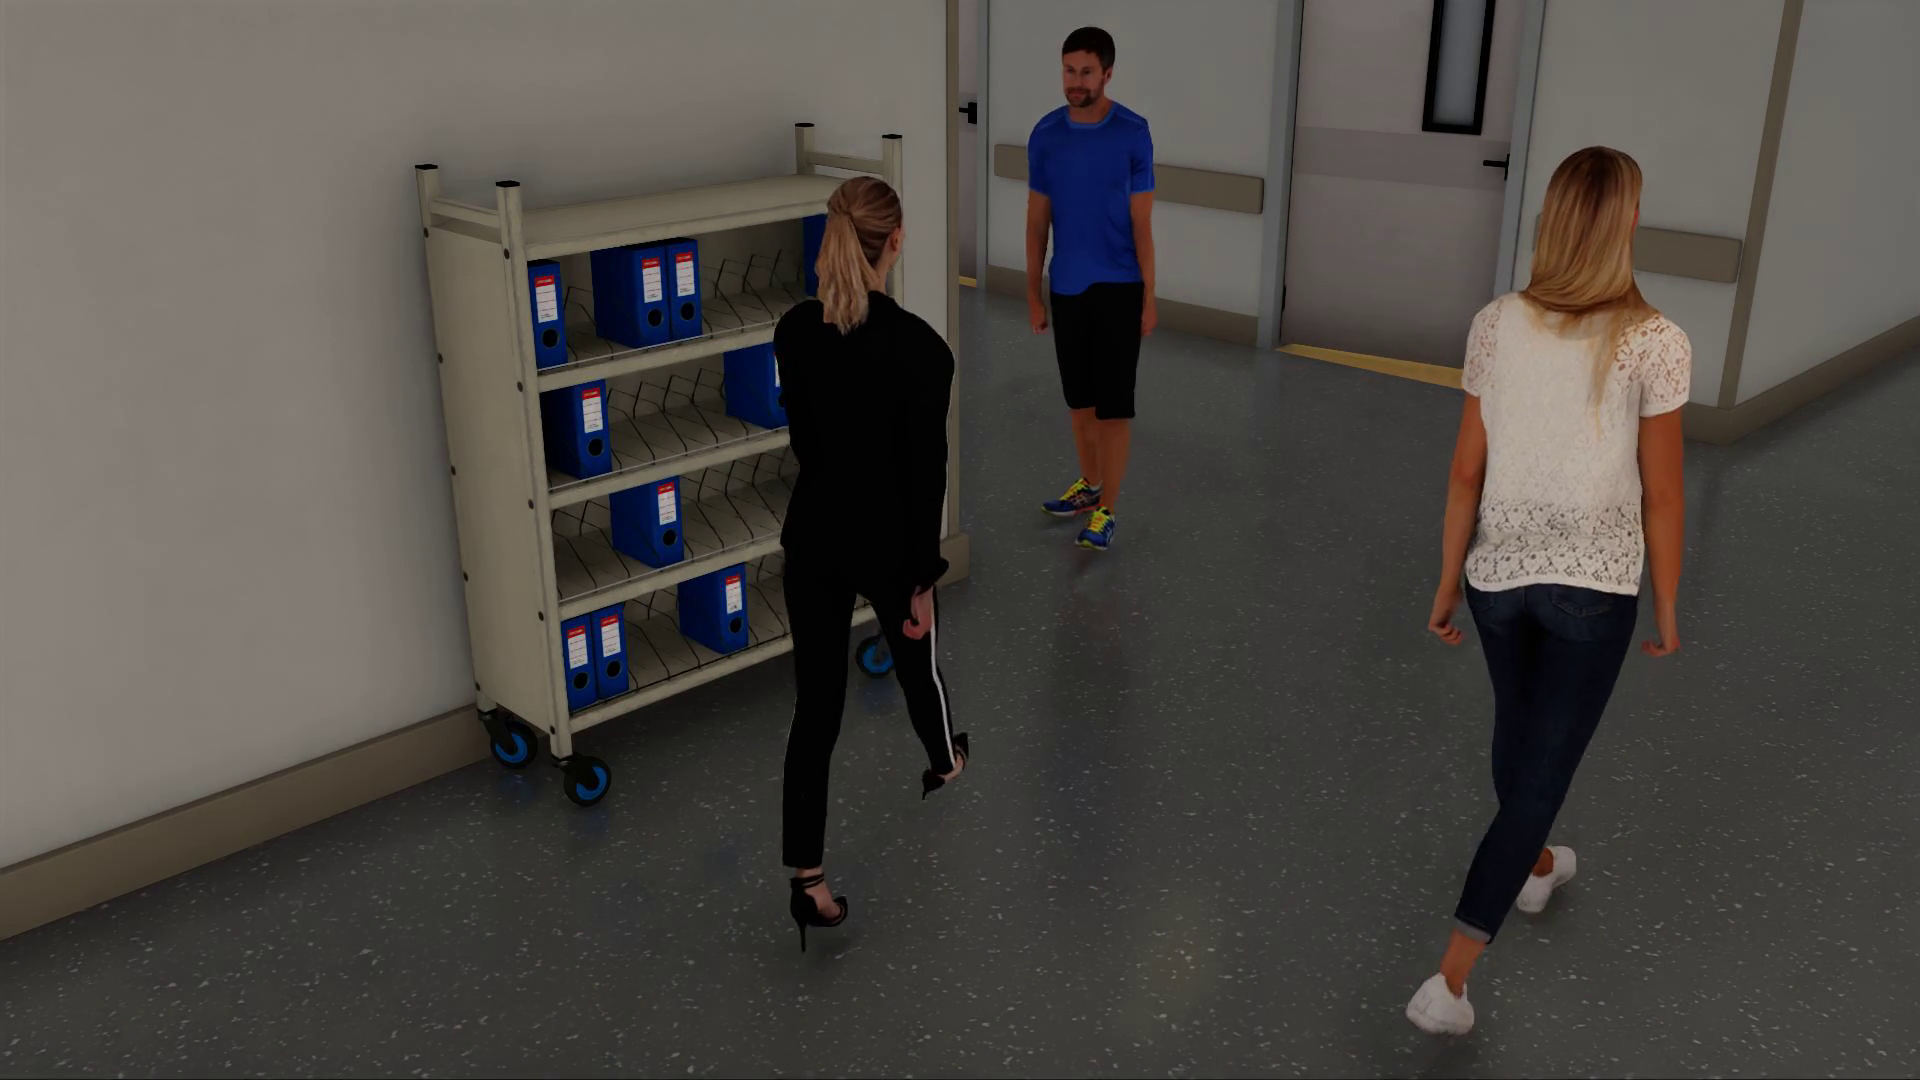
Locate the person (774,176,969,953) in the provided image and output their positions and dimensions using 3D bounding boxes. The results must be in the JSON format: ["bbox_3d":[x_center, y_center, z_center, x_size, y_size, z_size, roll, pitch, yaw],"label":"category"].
[{"bbox_3d":[-0.269,0.107,3.632,0.878,1.654,1.171,8,22,21],"label":"person"}]

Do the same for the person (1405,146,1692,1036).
[{"bbox_3d":[1.145,0.165,3.316,0.674,1.769,1.197,17,26,37],"label":"person"}]

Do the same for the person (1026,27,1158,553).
[{"bbox_3d":[0.515,-0.912,6.060,0.803,1.839,0.973,11,24,28],"label":"person"}]
